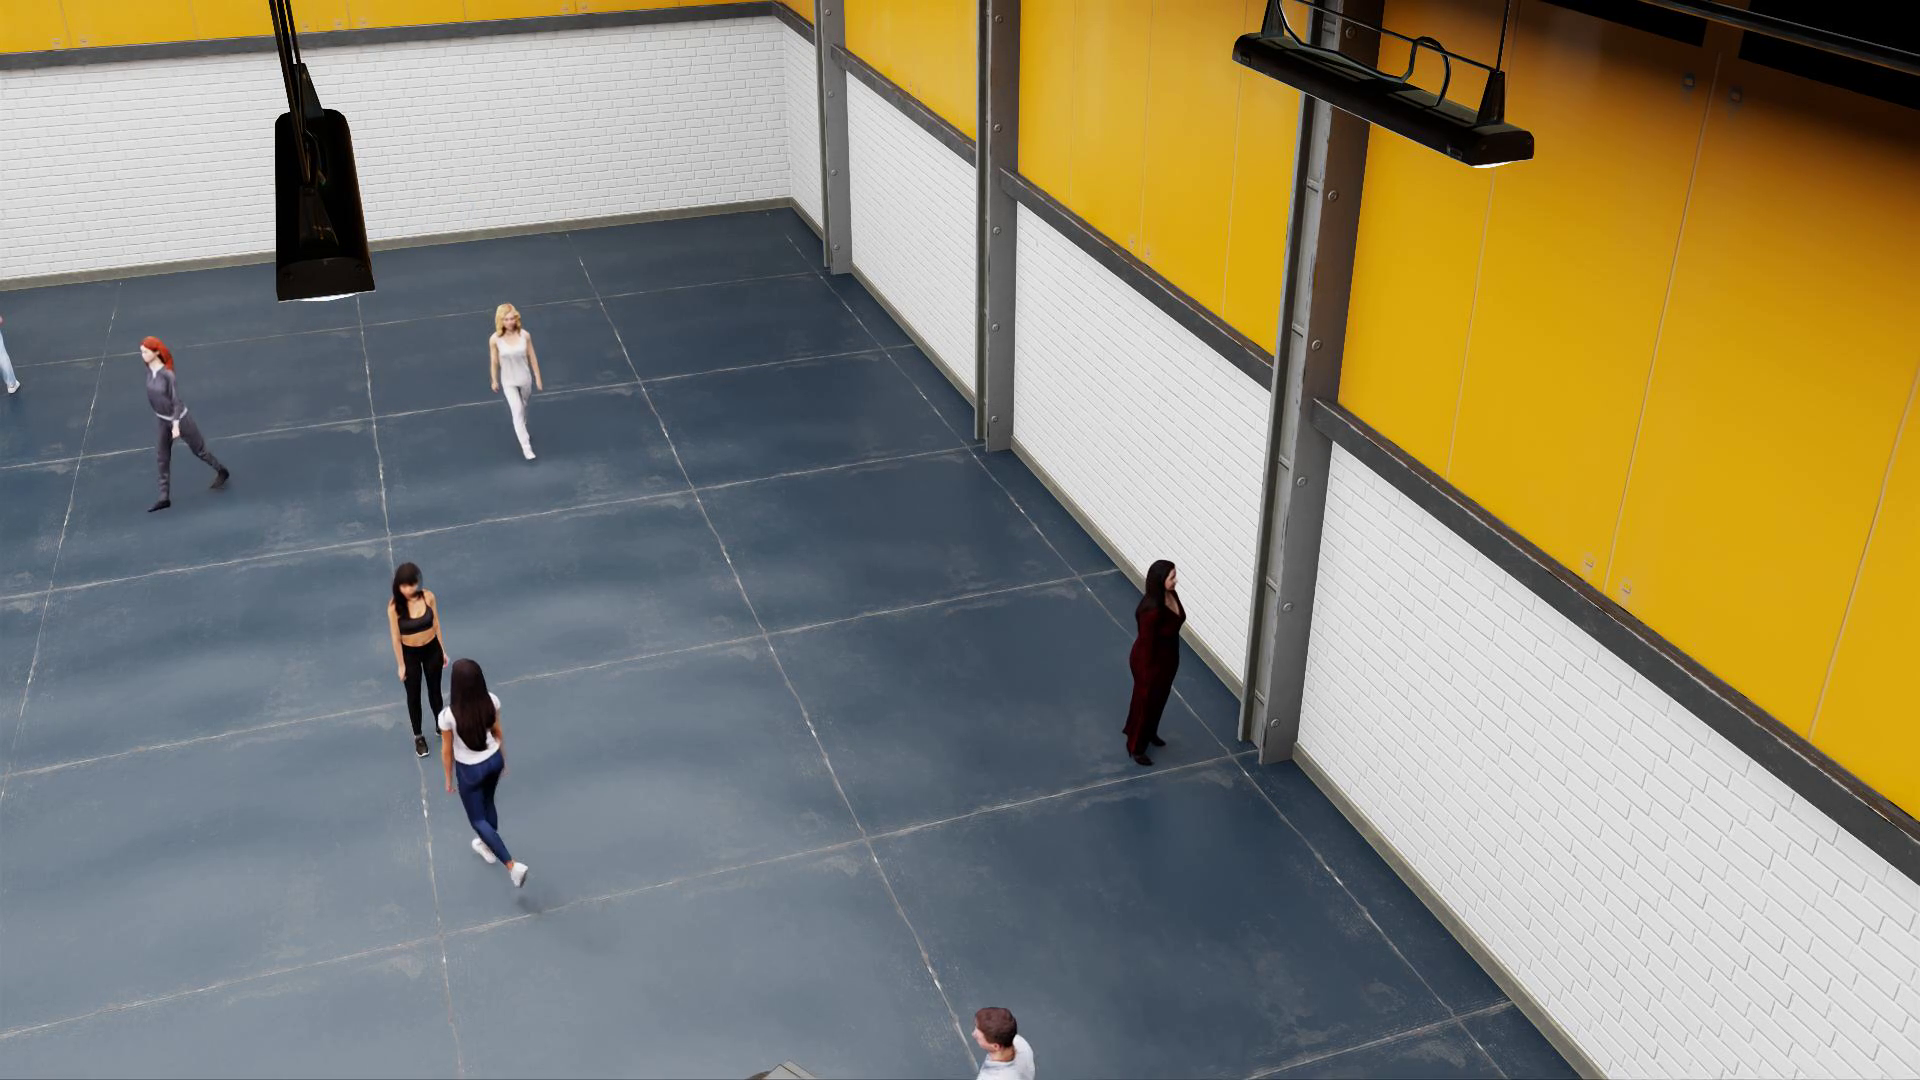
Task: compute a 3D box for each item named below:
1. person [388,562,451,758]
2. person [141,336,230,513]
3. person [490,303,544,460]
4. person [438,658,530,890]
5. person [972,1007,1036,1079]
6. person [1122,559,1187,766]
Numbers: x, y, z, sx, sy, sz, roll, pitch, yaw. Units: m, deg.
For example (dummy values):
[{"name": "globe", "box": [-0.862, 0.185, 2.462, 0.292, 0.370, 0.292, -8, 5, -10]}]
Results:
[{"name": "person", "box": [-4.166, 0.879, 12.824, 0.619, 1.641, 0.595, -20, 35, -32]}, {"name": "person", "box": [-7.726, -1.187, 16.518, 1.119, 1.732, 1.159, 14, 32, 24]}, {"name": "person", "box": [-4.706, -1.731, 17.618, 0.730, 1.632, 1.106, -14, 32, -24]}, {"name": "person", "box": [-3.235, 1.620, 11.350, 0.894, 1.753, 1.136, -25, 38, -38]}, {"name": "person", "box": [0.301, 3.130, 8.499, 0.877, 1.832, 0.810, 11, 31, 20]}, {"name": "person", "box": [1.467, 0.905, 12.654, 0.853, 1.758, 0.786, 11, 31, 19]}]
